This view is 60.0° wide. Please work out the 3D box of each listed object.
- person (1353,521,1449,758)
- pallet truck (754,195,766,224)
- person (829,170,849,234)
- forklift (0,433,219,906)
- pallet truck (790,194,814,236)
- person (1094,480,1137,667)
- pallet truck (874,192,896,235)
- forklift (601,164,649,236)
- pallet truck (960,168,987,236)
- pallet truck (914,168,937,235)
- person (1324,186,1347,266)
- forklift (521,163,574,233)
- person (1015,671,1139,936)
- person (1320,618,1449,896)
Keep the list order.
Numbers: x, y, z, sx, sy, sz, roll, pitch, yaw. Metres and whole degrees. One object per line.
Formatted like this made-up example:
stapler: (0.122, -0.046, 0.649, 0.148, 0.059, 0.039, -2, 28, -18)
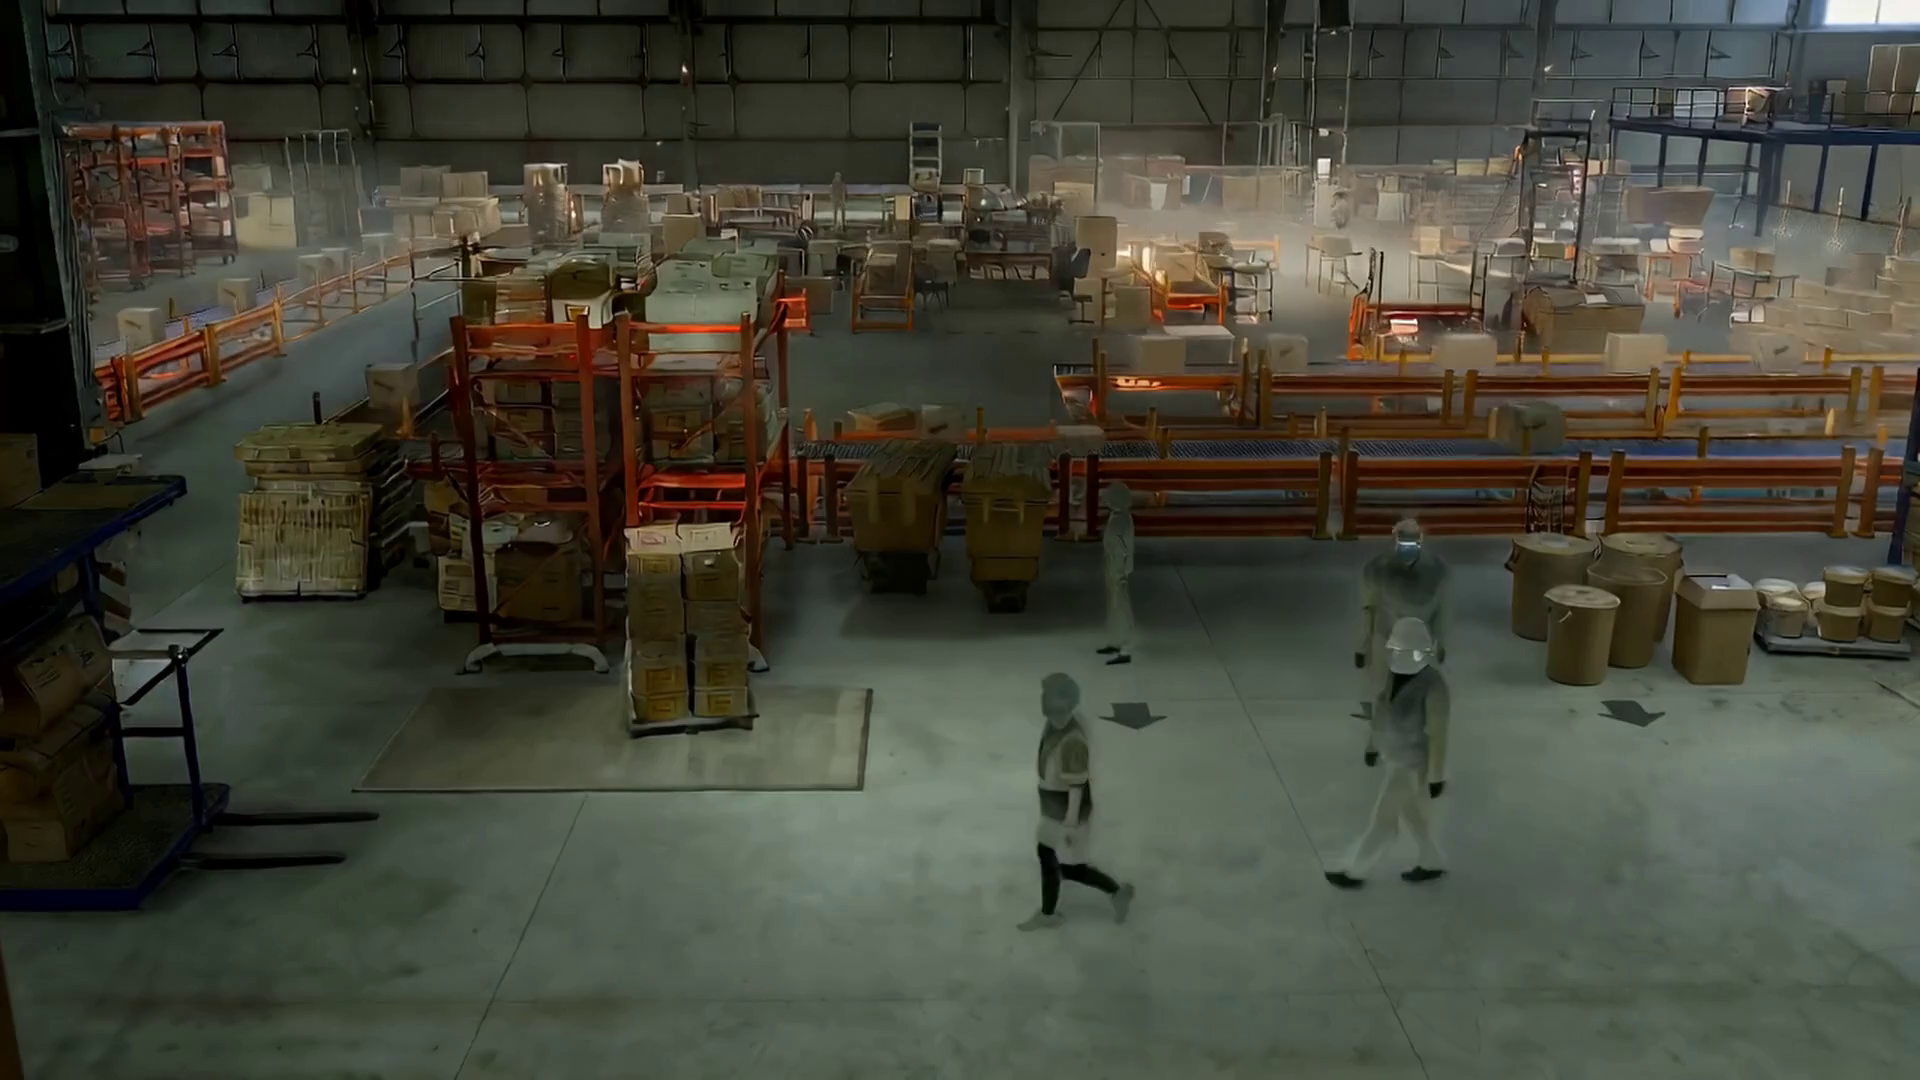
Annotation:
person: (3.210, 0.795, 12.115, 0.679, 1.869, 0.911, 3, 16, 10)
pallet truck: (-6.051, -9.967, 50.660, 0.680, 1.201, 1.601, 0, 16, -1)
person: (-3.669, -10.214, 50.313, 0.643, 1.908, 0.399, -6, 17, -21)
forklift: (-5.952, 0.780, 10.366, 1.873, 2.768, 1.129, 0, 16, -1)
pallet truck: (-4.814, -9.883, 50.259, 0.704, 1.261, 1.522, -1, 16, -3)
person: (1.359, 0.277, 14.334, 0.287, 1.633, 0.497, -3, 16, -12)
pallet truck: (-2.277, -9.986, 50.594, 0.653, 1.274, 1.630, 0, 16, -1)
forklift: (-9.948, -10.127, 49.296, 1.157, 1.987, 2.680, -1, 16, -3)
pallet truck: (0.383, -10.230, 50.206, 0.823, 1.965, 1.885, -1, 16, -3)
pallet truck: (-0.989, -10.316, 50.507, 0.823, 1.965, 1.885, 1, 16, 3)
person: (9.620, -8.030, 42.517, 0.681, 2.017, 0.633, 10, 19, 32)
forklift: (-12.233, -10.122, 49.298, 1.157, 1.987, 2.680, 0, 16, -1)
person: (0.687, 1.563, 9.781, 0.643, 1.676, 0.539, -4, 16, -12)
person: (2.668, 1.346, 10.334, 0.908, 1.786, 0.613, -2, 16, -8)
